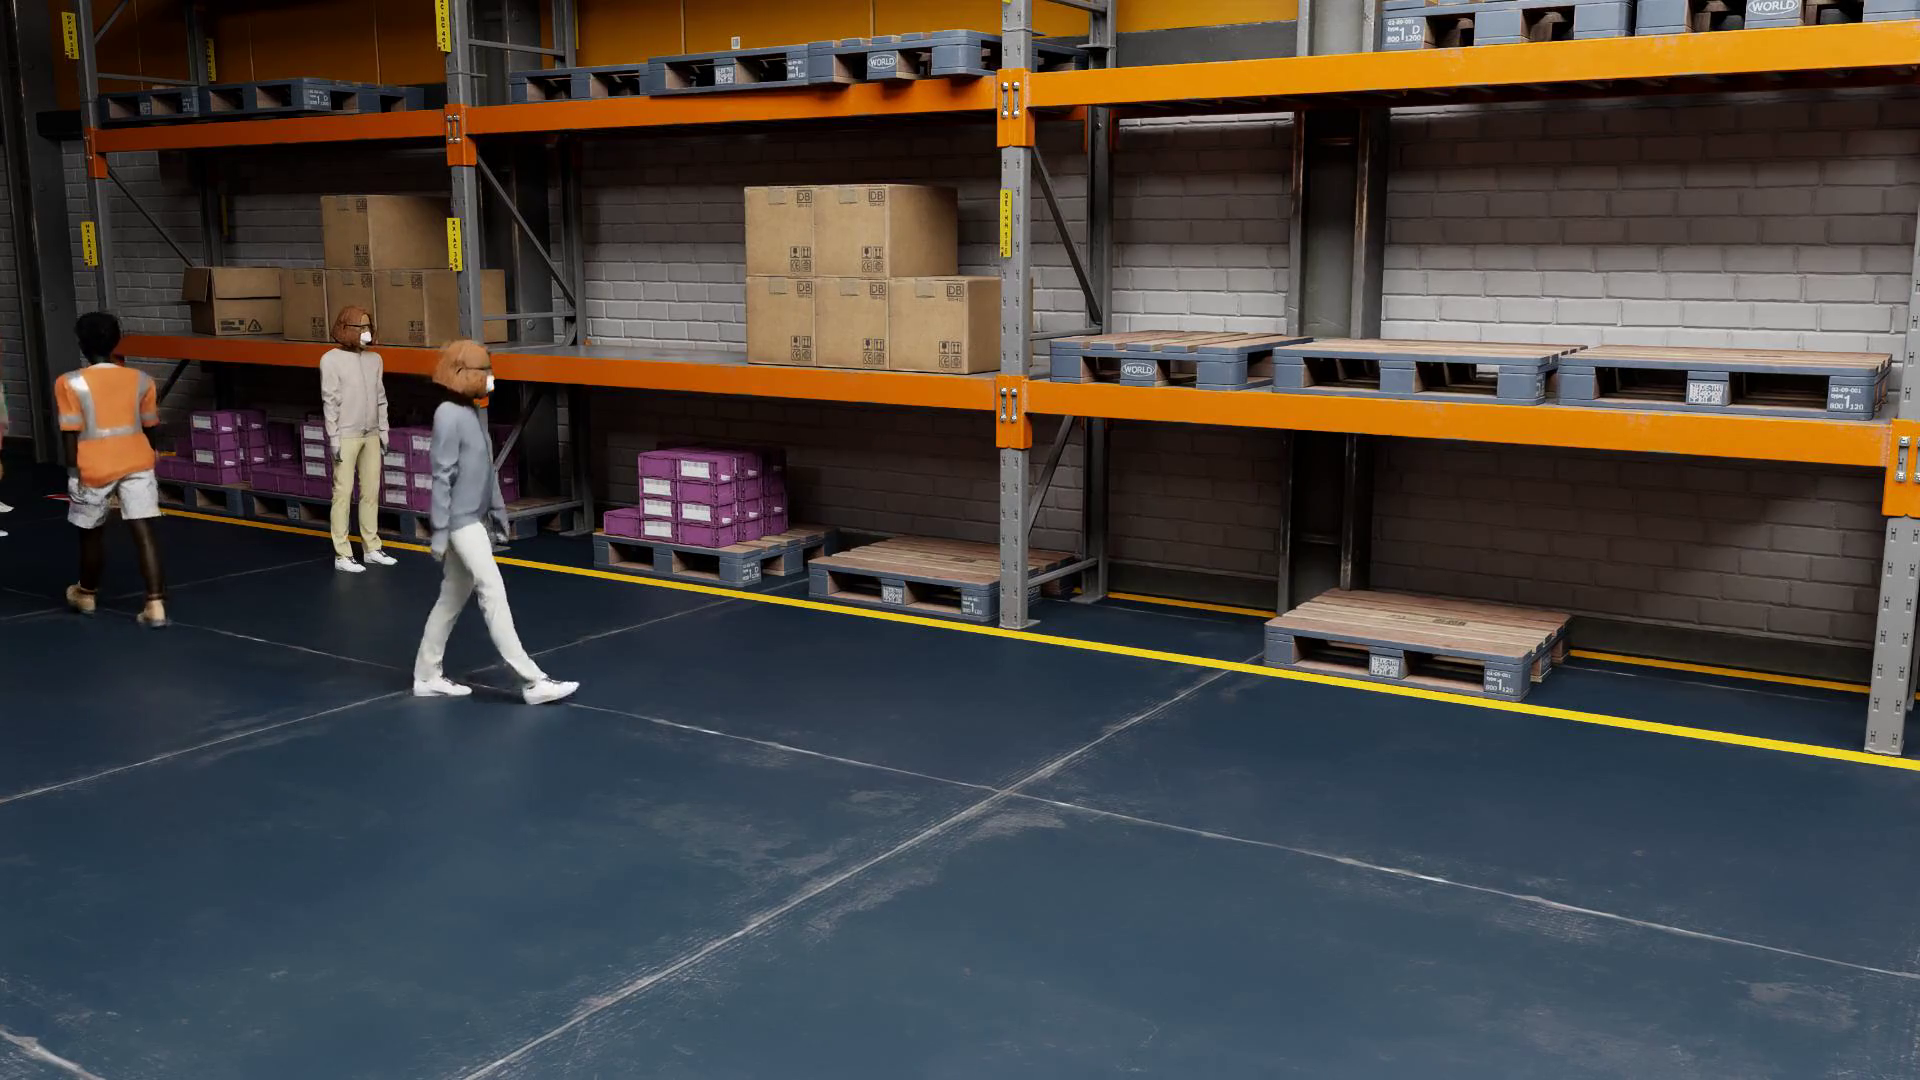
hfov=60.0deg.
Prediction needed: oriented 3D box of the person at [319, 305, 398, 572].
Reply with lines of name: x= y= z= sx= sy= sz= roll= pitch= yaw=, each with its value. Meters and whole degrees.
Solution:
person: x=-3.706 y=-0.622 z=10.229 sx=0.277 sy=1.629 sz=0.496 roll=5 pitch=11 yaw=25

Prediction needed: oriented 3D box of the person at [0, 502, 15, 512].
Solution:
person: x=-7.283 y=-1.112 z=12.163 sx=0.410 sy=1.909 sz=0.643 roll=3 pitch=11 yaw=16

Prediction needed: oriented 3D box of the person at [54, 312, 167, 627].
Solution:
person: x=-4.486 y=-0.374 z=8.774 sx=0.890 sy=1.643 sz=0.545 roll=9 pitch=13 yaw=40

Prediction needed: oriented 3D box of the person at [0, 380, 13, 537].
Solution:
person: x=-6.762 y=-0.799 z=11.285 sx=0.420 sy=1.604 sz=0.520 roll=4 pitch=11 yaw=22

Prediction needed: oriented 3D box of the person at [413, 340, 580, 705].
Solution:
person: x=-2.073 y=-0.068 z=7.244 sx=0.781 sy=1.590 sz=0.520 roll=0 pitch=10 yaw=-1

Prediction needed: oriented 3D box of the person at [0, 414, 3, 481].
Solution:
person: x=-5.257 y=-0.490 z=8.573 sx=0.627 sy=1.967 sz=0.631 roll=-3 pitch=11 yaw=-15
